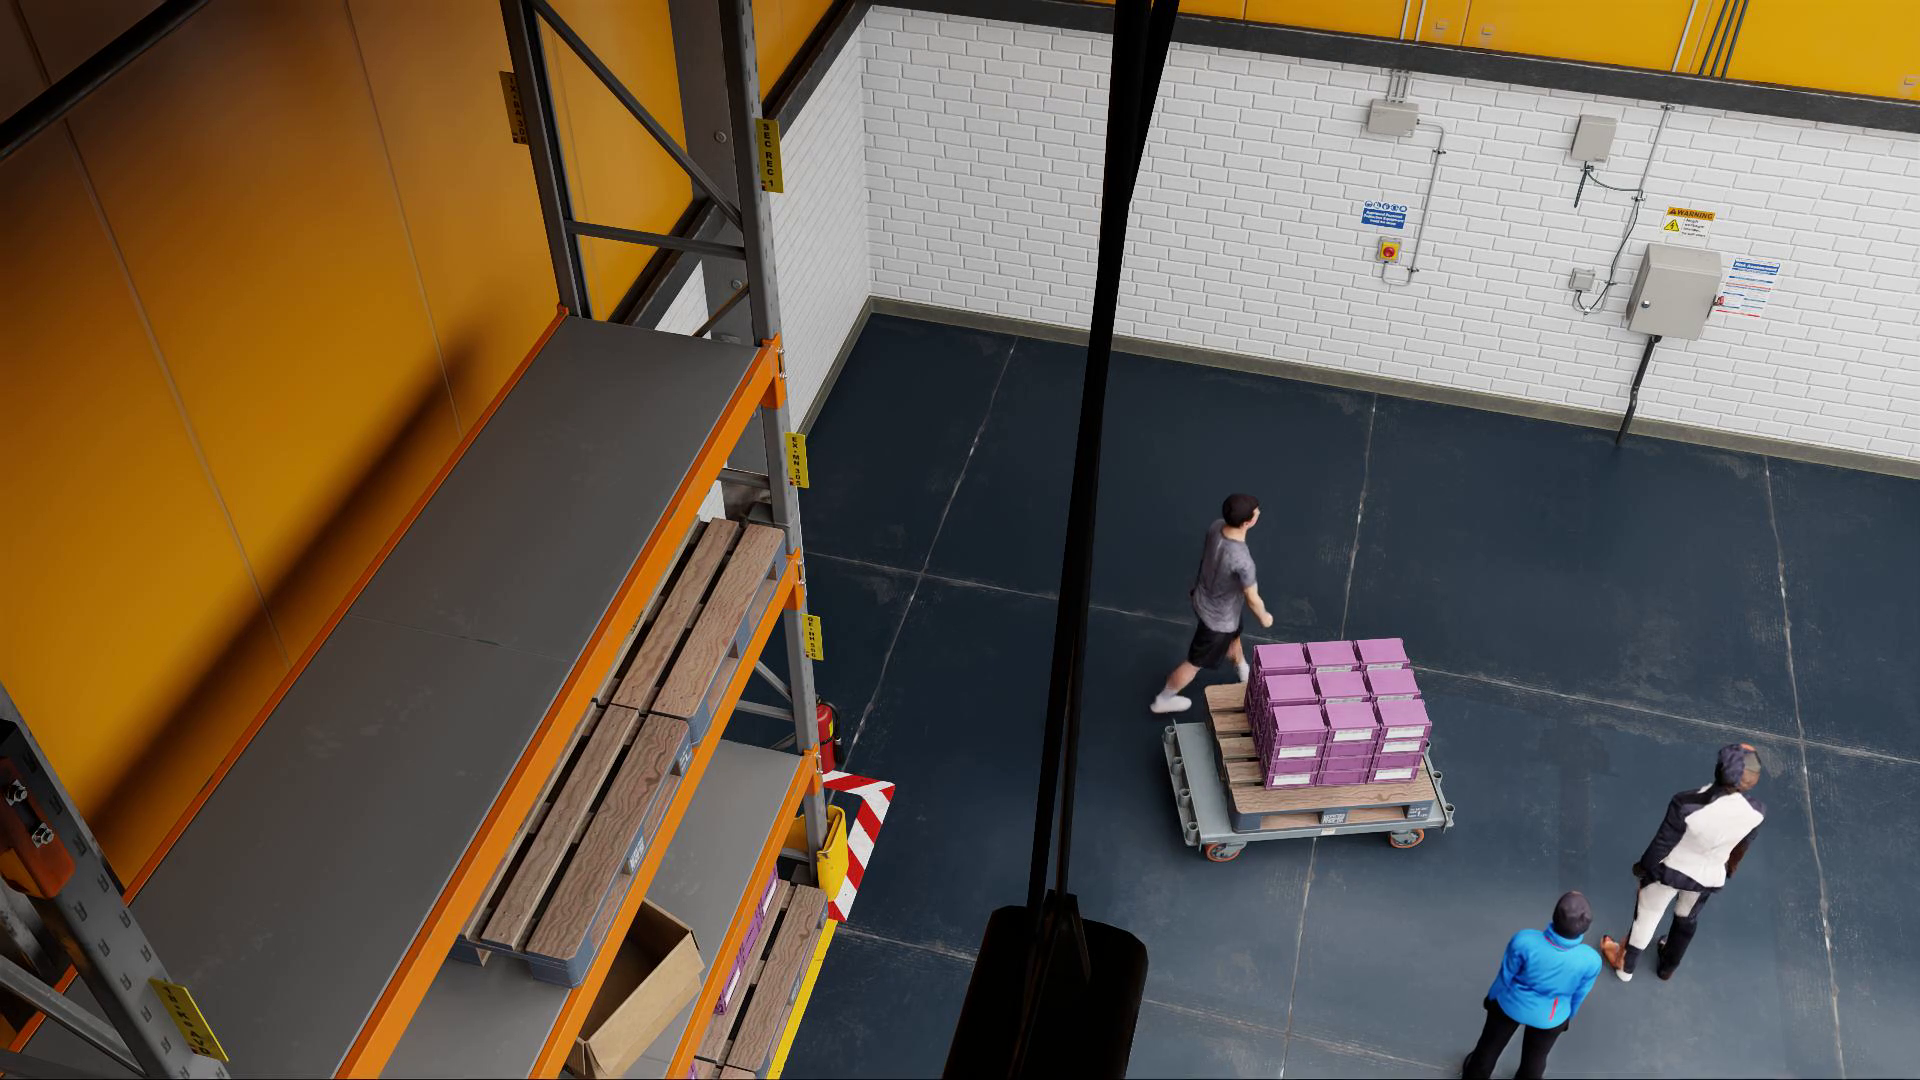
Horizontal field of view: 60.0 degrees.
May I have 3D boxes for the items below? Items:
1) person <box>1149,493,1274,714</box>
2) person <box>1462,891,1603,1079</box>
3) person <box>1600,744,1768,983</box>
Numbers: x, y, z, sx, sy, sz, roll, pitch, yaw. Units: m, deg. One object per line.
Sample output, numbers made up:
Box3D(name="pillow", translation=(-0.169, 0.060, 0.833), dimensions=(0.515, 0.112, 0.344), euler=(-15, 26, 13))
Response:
Box3D(name="person", translation=(1.534, 0.471, 10.460), dimensions=(1.051, 1.825, 1.185), euler=(-9, 44, -9))
Box3D(name="person", translation=(2.906, 2.385, 8.472), dimensions=(0.587, 1.797, 0.539), euler=(11, 45, 11))
Box3D(name="person", translation=(3.950, 1.777, 9.042), dimensions=(0.745, 1.891, 0.668), euler=(1, 44, 1))
